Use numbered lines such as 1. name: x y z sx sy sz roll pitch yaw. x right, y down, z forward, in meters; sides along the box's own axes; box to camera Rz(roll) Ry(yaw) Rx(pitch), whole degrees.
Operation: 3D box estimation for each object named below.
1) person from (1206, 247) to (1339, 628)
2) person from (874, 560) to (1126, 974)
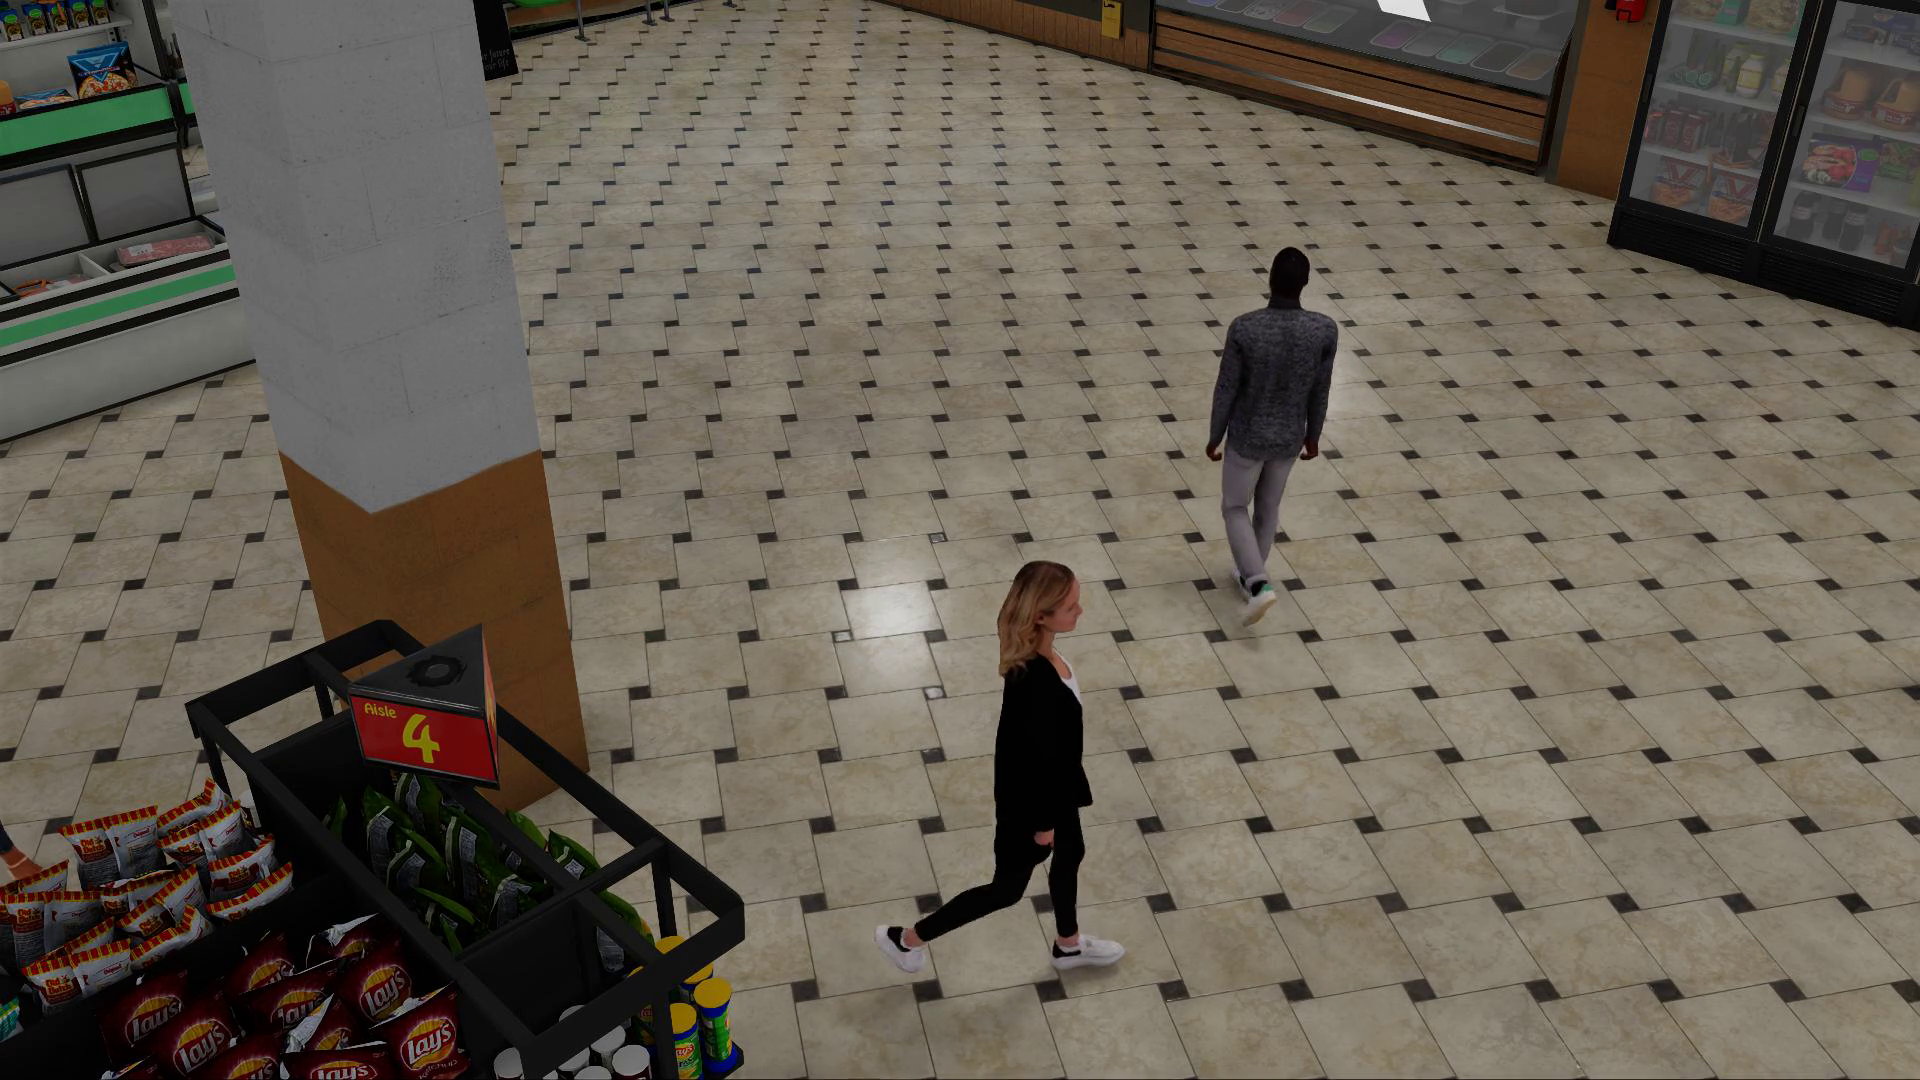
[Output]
1. person: 1.399 -0.419 7.537 1.024 1.822 1.054 -4 32 -6
2. person: 0.142 0.853 5.540 1.185 1.772 1.091 -2 32 -4
